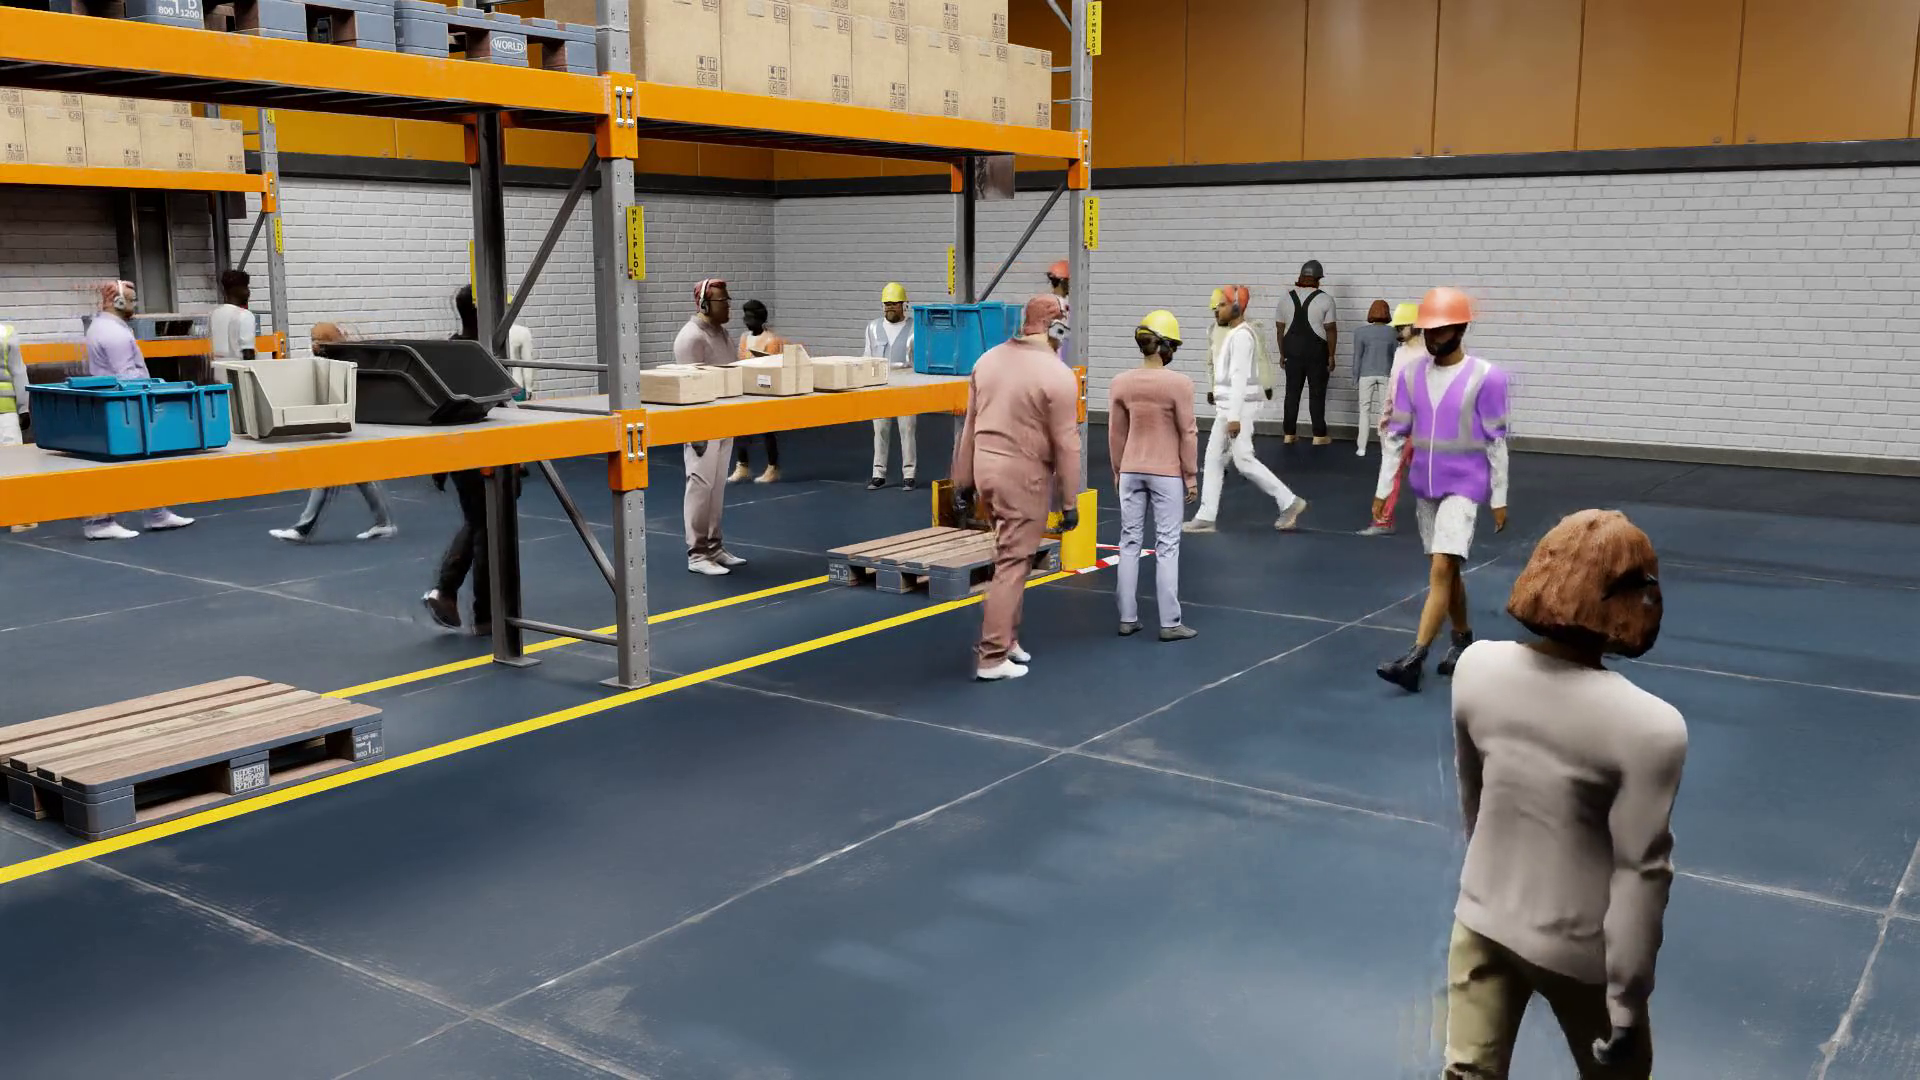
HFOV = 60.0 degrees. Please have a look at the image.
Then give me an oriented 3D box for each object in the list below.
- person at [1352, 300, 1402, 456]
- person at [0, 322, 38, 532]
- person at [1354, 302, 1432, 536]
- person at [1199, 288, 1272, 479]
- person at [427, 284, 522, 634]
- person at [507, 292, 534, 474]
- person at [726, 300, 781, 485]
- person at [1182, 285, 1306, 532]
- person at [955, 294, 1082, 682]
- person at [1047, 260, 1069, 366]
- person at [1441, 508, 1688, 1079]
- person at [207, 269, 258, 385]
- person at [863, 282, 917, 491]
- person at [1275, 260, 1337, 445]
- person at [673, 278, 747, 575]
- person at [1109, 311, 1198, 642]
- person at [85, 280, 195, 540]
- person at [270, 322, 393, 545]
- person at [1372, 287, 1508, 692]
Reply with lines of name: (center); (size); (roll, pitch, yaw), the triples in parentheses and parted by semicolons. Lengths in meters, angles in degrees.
person: (4.319, -1.673, 17.242); (0.493, 1.624, 0.281); (1, 10, 6)
person: (-7.237, -0.962, 12.363); (0.619, 1.845, 0.430); (-2, 10, -12)
person: (3.394, -0.890, 12.278); (0.875, 1.732, 0.505); (0, 10, -3)
person: (2.584, -1.459, 15.541); (0.822, 1.780, 0.614); (-8, 12, -39)
person: (-2.606, -0.421, 8.946); (0.623, 1.903, 0.451); (6, 11, 33)
person: (-4.238, -1.446, 15.528); (0.528, 1.743, 0.661); (-2, 10, -11)
person: (-1.852, -1.307, 14.889); (0.548, 1.666, 0.626); (9, 13, 43)
person: (2.102, -0.956, 12.298); (0.886, 1.858, 0.579); (0, 10, 0)
person: (0.325, -0.247, 8.036); (0.652, 1.866, 0.677); (-7, 12, -37)
person: (0.948, -1.712, 16.255); (0.588, 2.030, 0.639); (-2, 10, -14)
person: (1.051, 0.730, 3.019); (0.818, 1.595, 0.498); (-7, 12, -36)
person: (-6.466, -1.453, 14.982); (0.625, 1.945, 0.507); (6, 11, 32)
person: (-0.580, -1.345, 14.667); (0.586, 1.833, 0.404); (2, 10, 10)
person: (3.868, -2.080, 18.428); (0.687, 2.000, 0.535); (6, 11, 34)
person: (-1.600, -0.738, 10.831); (0.402, 1.911, 0.639); (2, 10, 13)
person: (1.042, -0.338, 8.896); (0.524, 1.759, 0.328); (7, 12, 36)
person: (-6.005, -0.949, 12.163); (0.839, 1.872, 0.683); (-6, 11, -33)
person: (-4.524, -0.763, 11.932); (0.863, 1.585, 0.525); (-4, 10, -24)
person: (2.240, -0.238, 7.888); (0.961, 1.889, 0.568); (-8, 12, -39)
